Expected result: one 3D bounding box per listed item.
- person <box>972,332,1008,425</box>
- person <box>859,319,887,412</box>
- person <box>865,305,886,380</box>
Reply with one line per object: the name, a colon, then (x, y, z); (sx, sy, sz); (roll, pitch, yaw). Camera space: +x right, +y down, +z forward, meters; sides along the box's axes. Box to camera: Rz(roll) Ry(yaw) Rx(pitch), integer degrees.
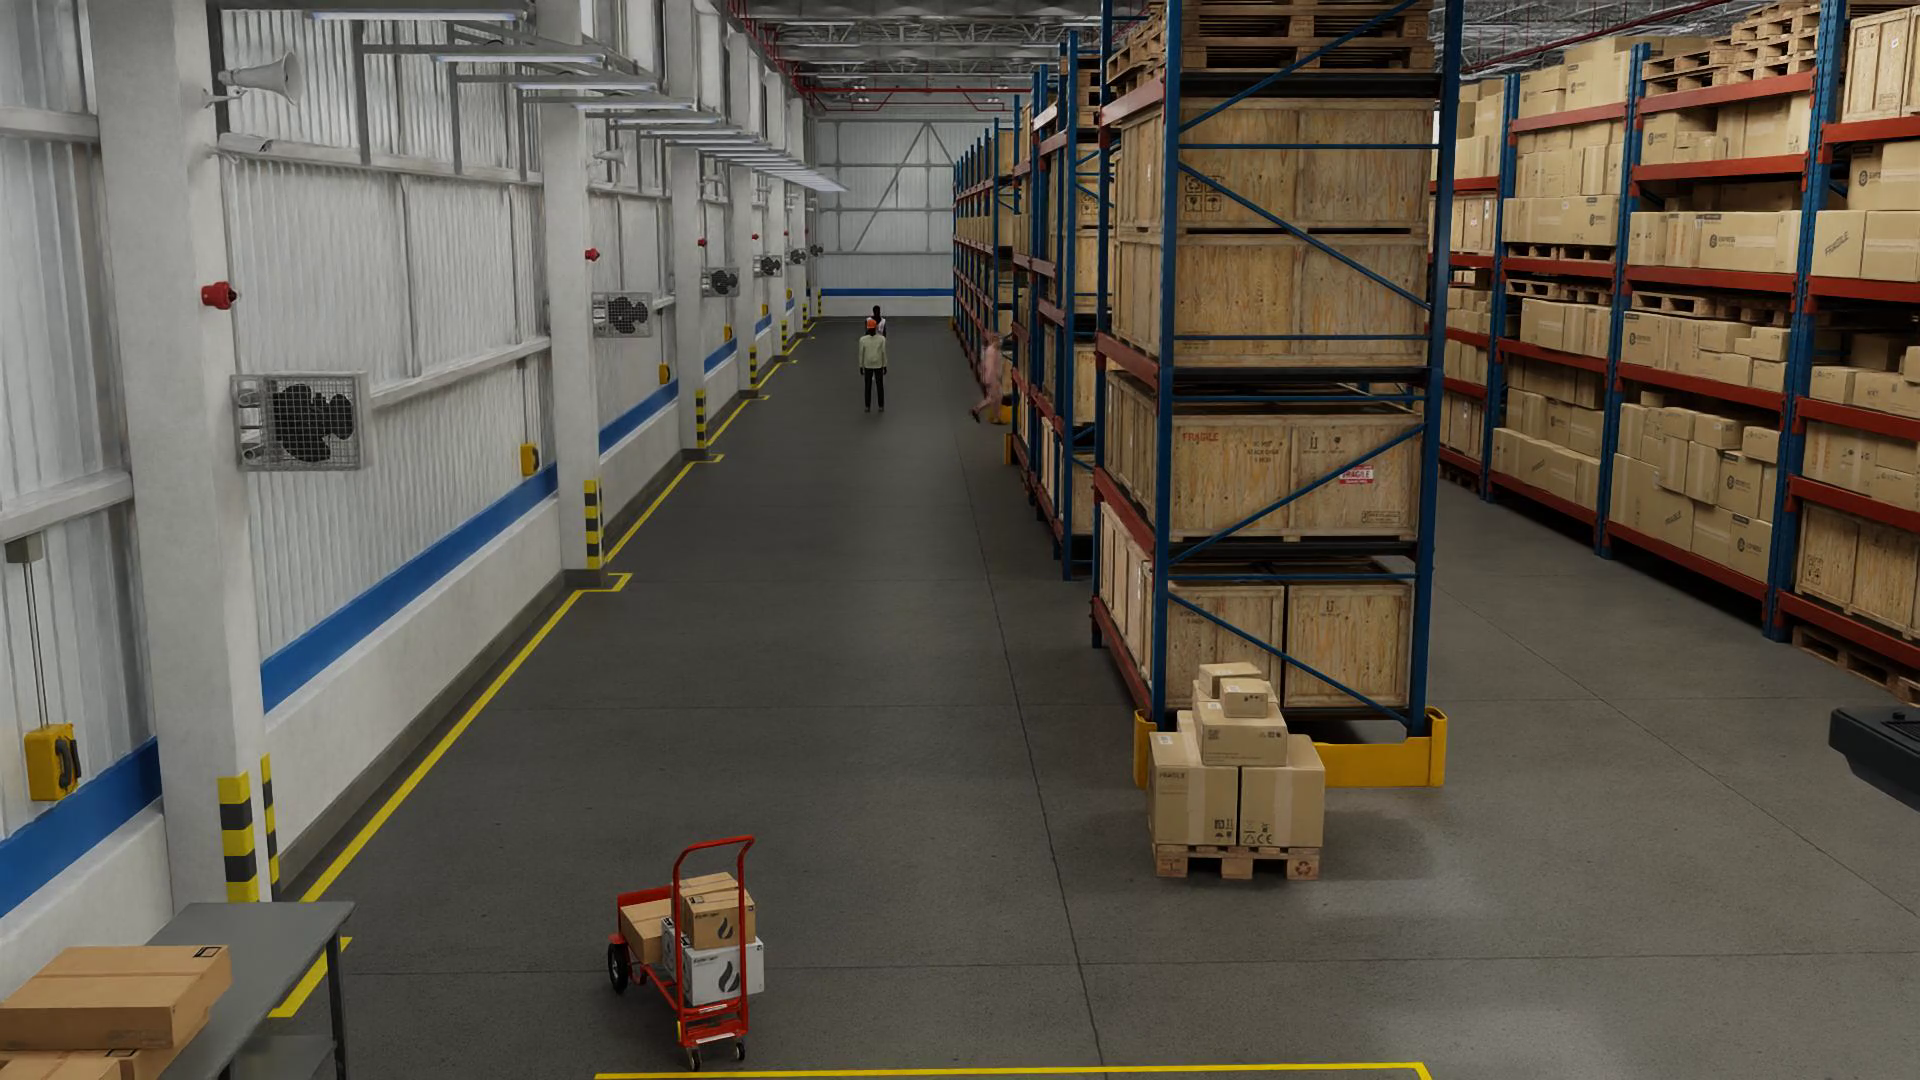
person: (0.610, -3.211, 33.158); (0.594, 1.884, 0.675); (2, 11, 12)
person: (-1.857, -3.724, 35.560); (0.614, 1.988, 0.402); (1, 11, 3)
person: (-2.172, -5.083, 42.839); (0.593, 1.910, 0.390); (-6, 12, -29)
